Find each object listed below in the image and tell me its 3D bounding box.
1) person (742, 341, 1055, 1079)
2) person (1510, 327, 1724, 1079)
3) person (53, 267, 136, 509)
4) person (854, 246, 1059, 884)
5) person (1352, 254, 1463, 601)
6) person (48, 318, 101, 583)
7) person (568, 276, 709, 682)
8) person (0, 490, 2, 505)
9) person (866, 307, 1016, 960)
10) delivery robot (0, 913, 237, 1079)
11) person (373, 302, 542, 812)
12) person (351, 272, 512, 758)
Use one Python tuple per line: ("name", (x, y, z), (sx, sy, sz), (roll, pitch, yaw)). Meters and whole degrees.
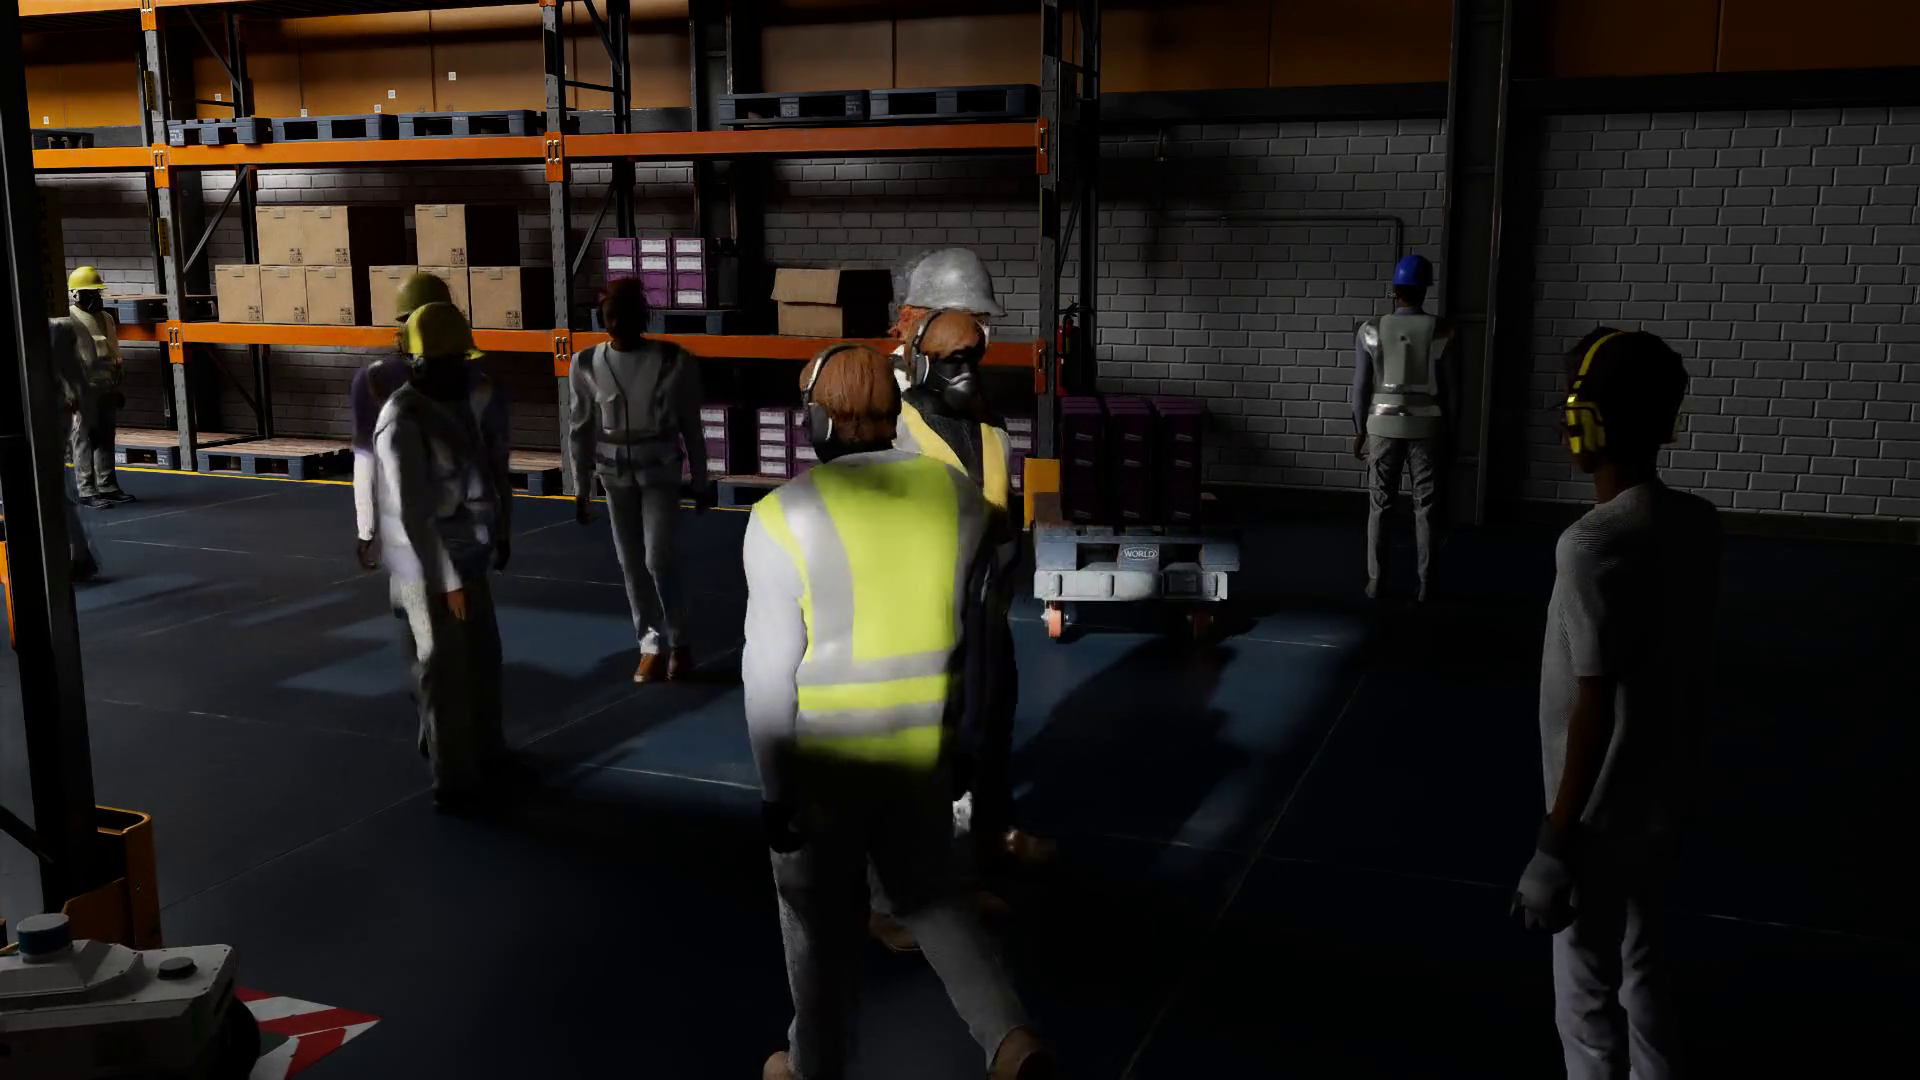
("person", (-0.155, 0.481, 3.640), (0.628, 1.817, 0.769), (-7, 12, -34))
("person", (1.229, 0.536, 3.164), (0.523, 1.865, 0.317), (-9, 14, -42))
("person", (-6.600, -1.158, 12.691), (0.404, 1.832, 0.595), (1, 10, 8))
("person", (-0.017, 0.097, 5.119), (0.798, 2.000, 0.719), (4, 11, 19))
("person", (2.520, -0.623, 9.386), (0.602, 1.949, 0.395), (4, 11, 20))
("person", (-5.426, -0.635, 9.753), (0.668, 1.850, 0.493), (0, 10, 1))
("person", (-1.464, -0.257, 7.579), (0.592, 1.864, 0.479), (1, 10, 7))
("person", (-7.534, -1.088, 12.835), (0.312, 1.639, 0.518), (-1, 10, -8))
("person", (-0.056, 0.257, 4.790), (0.429, 1.839, 0.634), (9, 13, 40))
("delivery robot", (-1.982, 1.060, 3.632), (0.707, 0.478, 0.477), (-2, 10, -12))
("person", (-1.819, 0.069, 5.908), (0.437, 1.817, 0.600), (1, 10, 4))
("person", (-2.034, -0.078, 6.470), (0.599, 1.905, 0.601), (-4, 11, -23))
